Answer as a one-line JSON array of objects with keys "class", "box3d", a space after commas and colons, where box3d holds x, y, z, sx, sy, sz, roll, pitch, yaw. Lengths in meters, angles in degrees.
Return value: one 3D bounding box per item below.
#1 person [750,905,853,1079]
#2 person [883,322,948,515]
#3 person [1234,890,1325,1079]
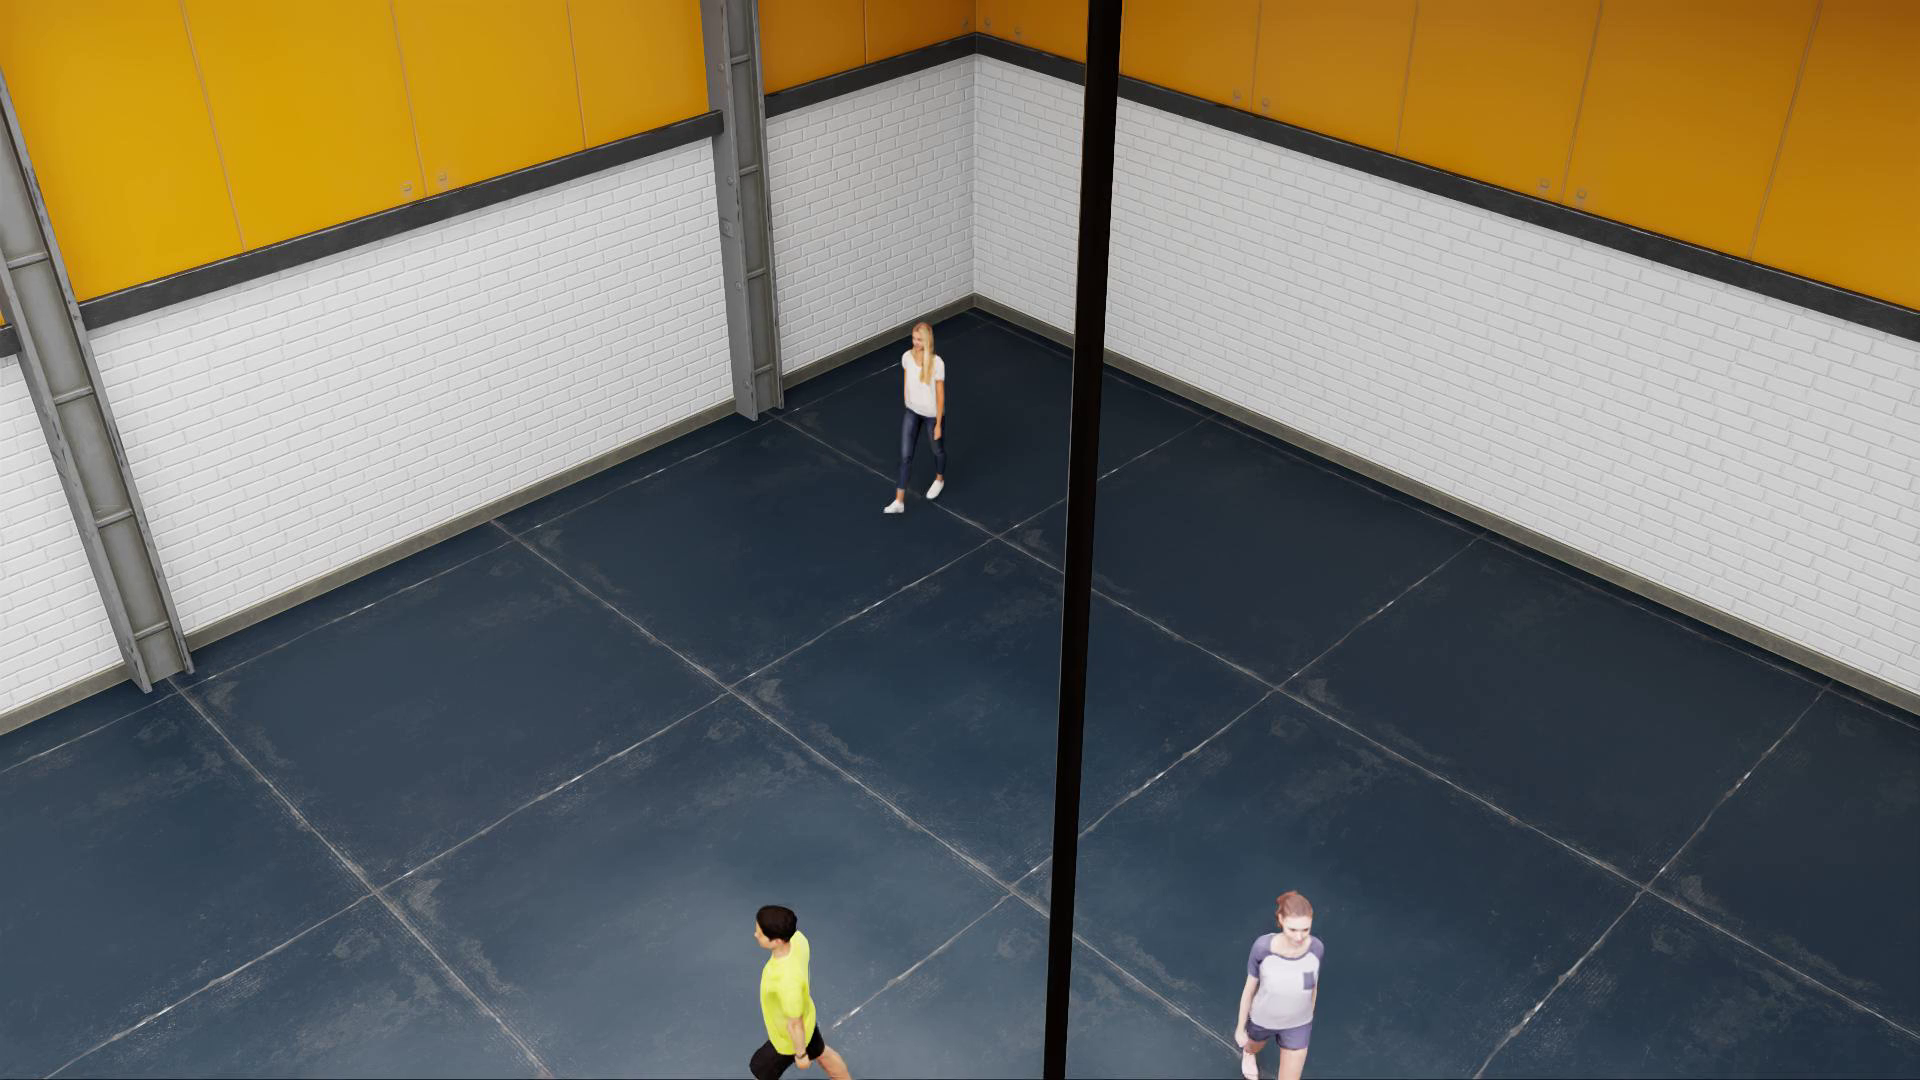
[{"class": "person", "box3d": [-0.845, 2.629, 9.097, 1.174, 1.667, 1.105, -1, 34, -1]}, {"class": "person", "box3d": [-0.257, -1.119, 14.637, 0.834, 1.775, 1.141, 17, 37, 24]}, {"class": "person", "box3d": [1.729, 2.566, 9.137, 1.048, 1.728, 1.149, 2, 34, 3]}]
